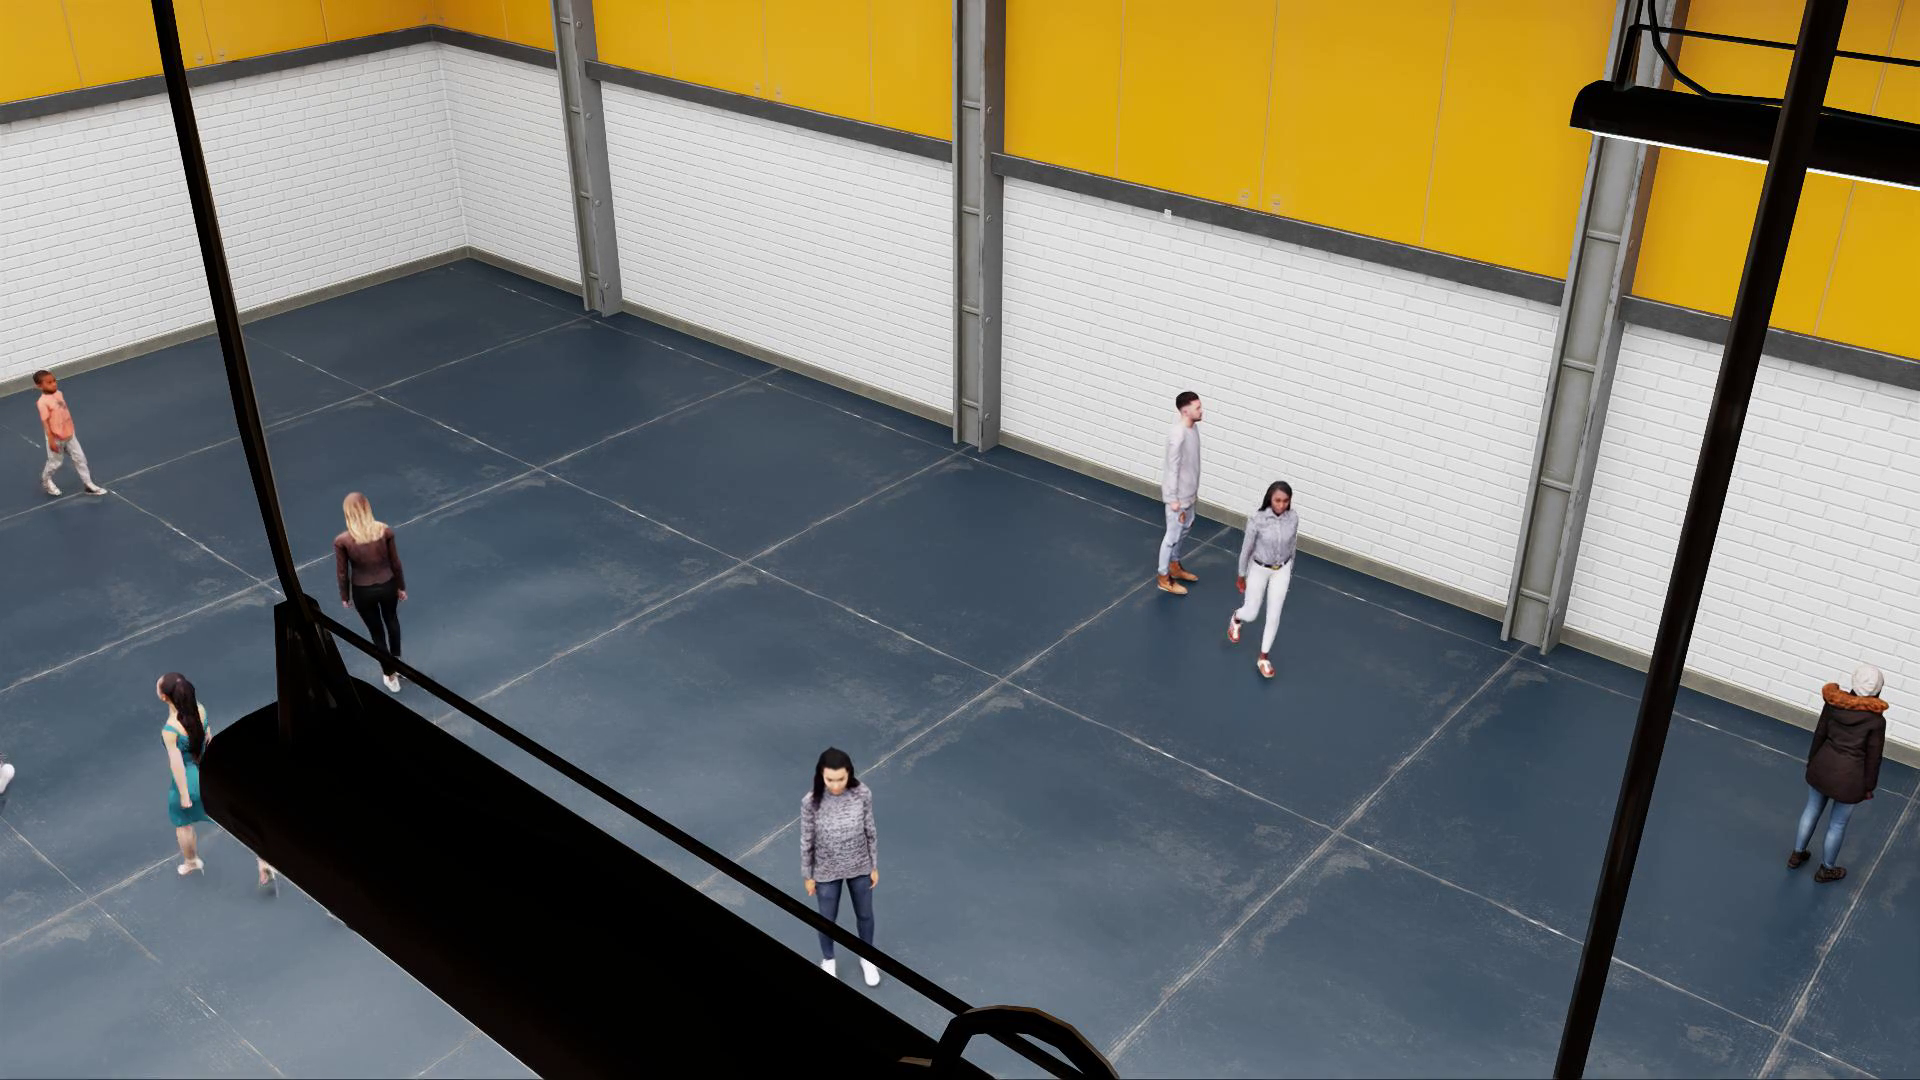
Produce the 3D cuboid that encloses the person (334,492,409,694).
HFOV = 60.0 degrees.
[{"bbox_3d":[-4.496,0.441,12.845,0.718,1.694,0.753,-17,33,-28],"label":"person"}]

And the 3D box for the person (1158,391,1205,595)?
[{"bbox_3d":[1.896,-0.434,14.301,0.637,1.836,0.726,14,32,24],"label":"person"}]

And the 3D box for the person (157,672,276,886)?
[{"bbox_3d":[-4.863,1.595,10.771,1.109,1.653,0.830,9,30,16],"label":"person"}]

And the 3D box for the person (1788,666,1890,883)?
[{"bbox_3d":[5.785,1.522,10.927,0.764,1.633,0.644,-17,33,-29],"label":"person"}]

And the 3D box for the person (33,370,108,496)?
[{"bbox_3d":[-8.685,-1.019,15.929,0.968,1.303,0.756,7,29,13],"label":"person"}]

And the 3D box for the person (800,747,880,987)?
[{"bbox_3d":[-0.713,1.955,10.030,0.700,1.731,0.728,-6,29,-12],"label":"person"}]

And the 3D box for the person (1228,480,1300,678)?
[{"bbox_3d":[2.423,0.246,13.193,0.900,1.703,0.978,-3,29,-6],"label":"person"}]
